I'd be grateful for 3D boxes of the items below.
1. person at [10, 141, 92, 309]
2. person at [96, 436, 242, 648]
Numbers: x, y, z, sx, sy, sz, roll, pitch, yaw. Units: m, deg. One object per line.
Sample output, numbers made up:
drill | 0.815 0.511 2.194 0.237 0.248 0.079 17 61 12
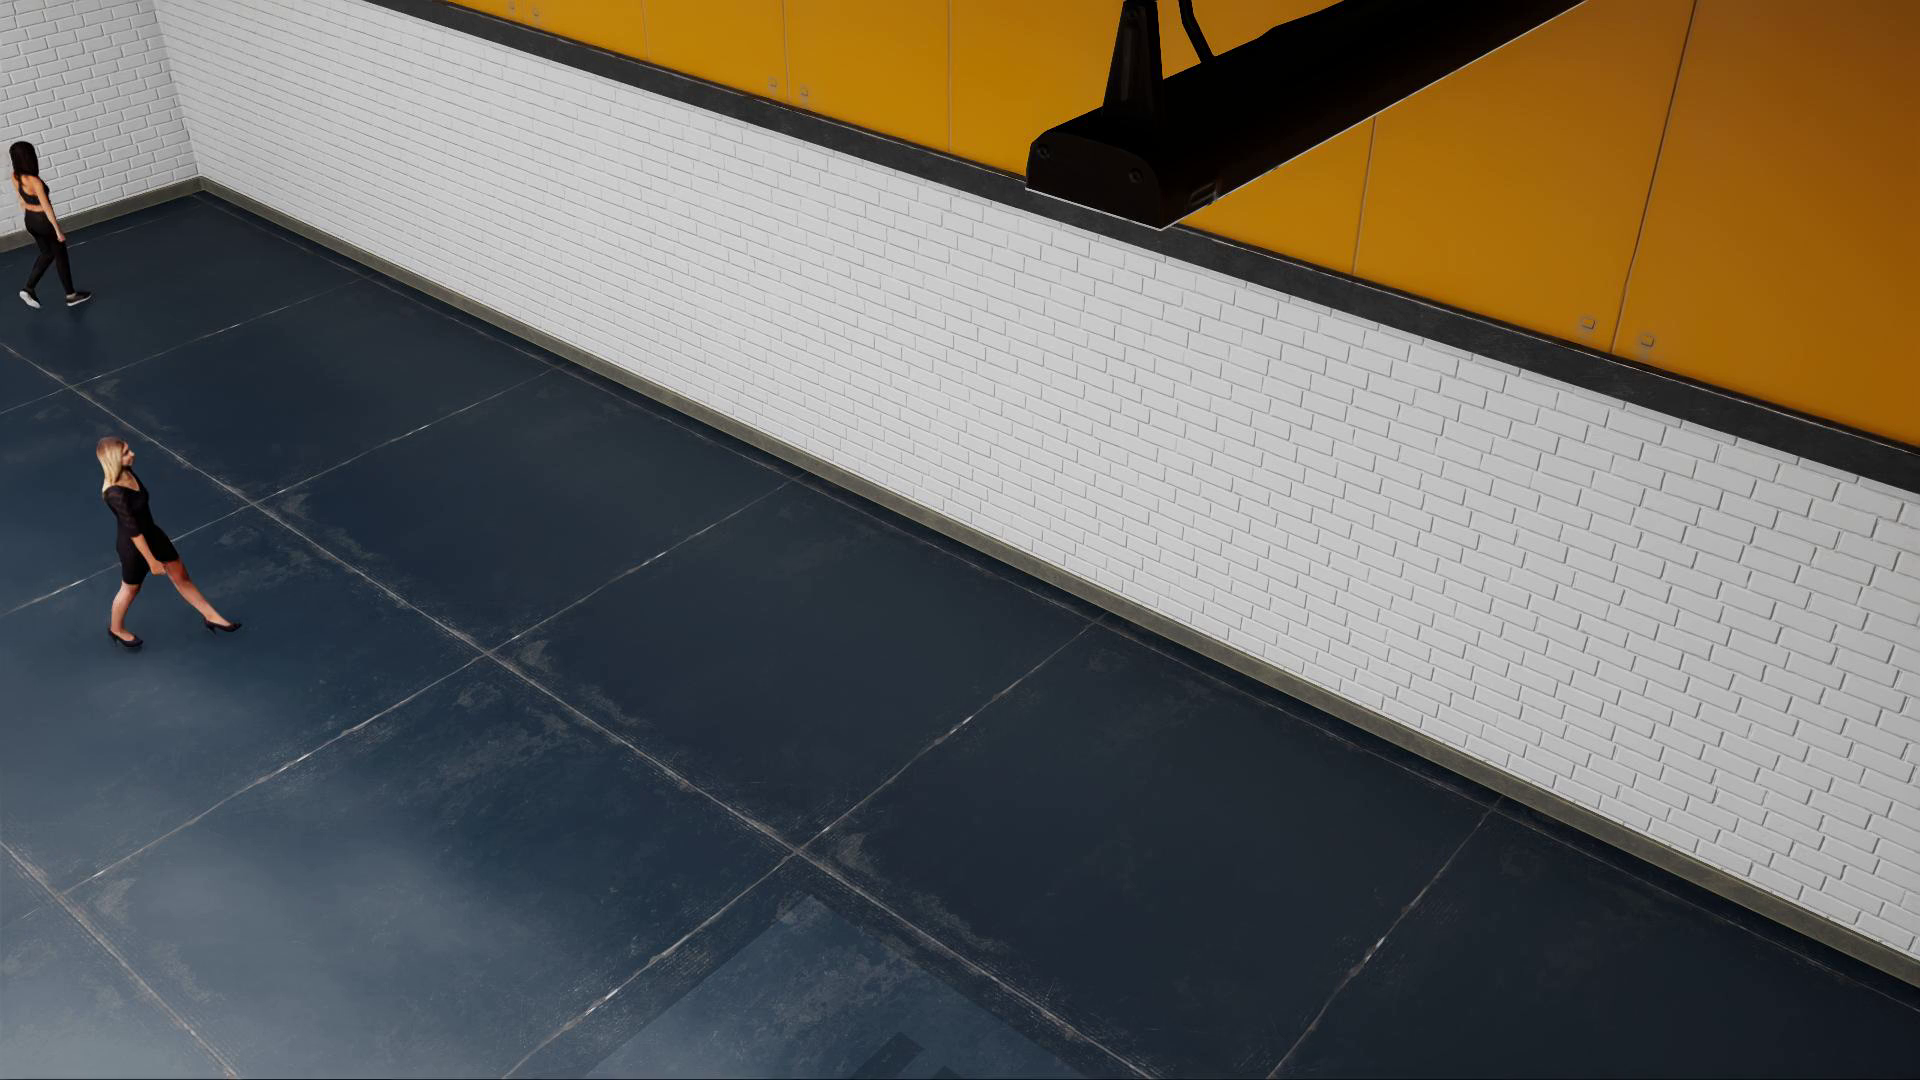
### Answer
person | -8.638 -2.896 15.539 0.690 1.629 0.932 15 37 22
person | -5.536 0.079 11.069 1.121 1.624 1.000 -6 34 -9
